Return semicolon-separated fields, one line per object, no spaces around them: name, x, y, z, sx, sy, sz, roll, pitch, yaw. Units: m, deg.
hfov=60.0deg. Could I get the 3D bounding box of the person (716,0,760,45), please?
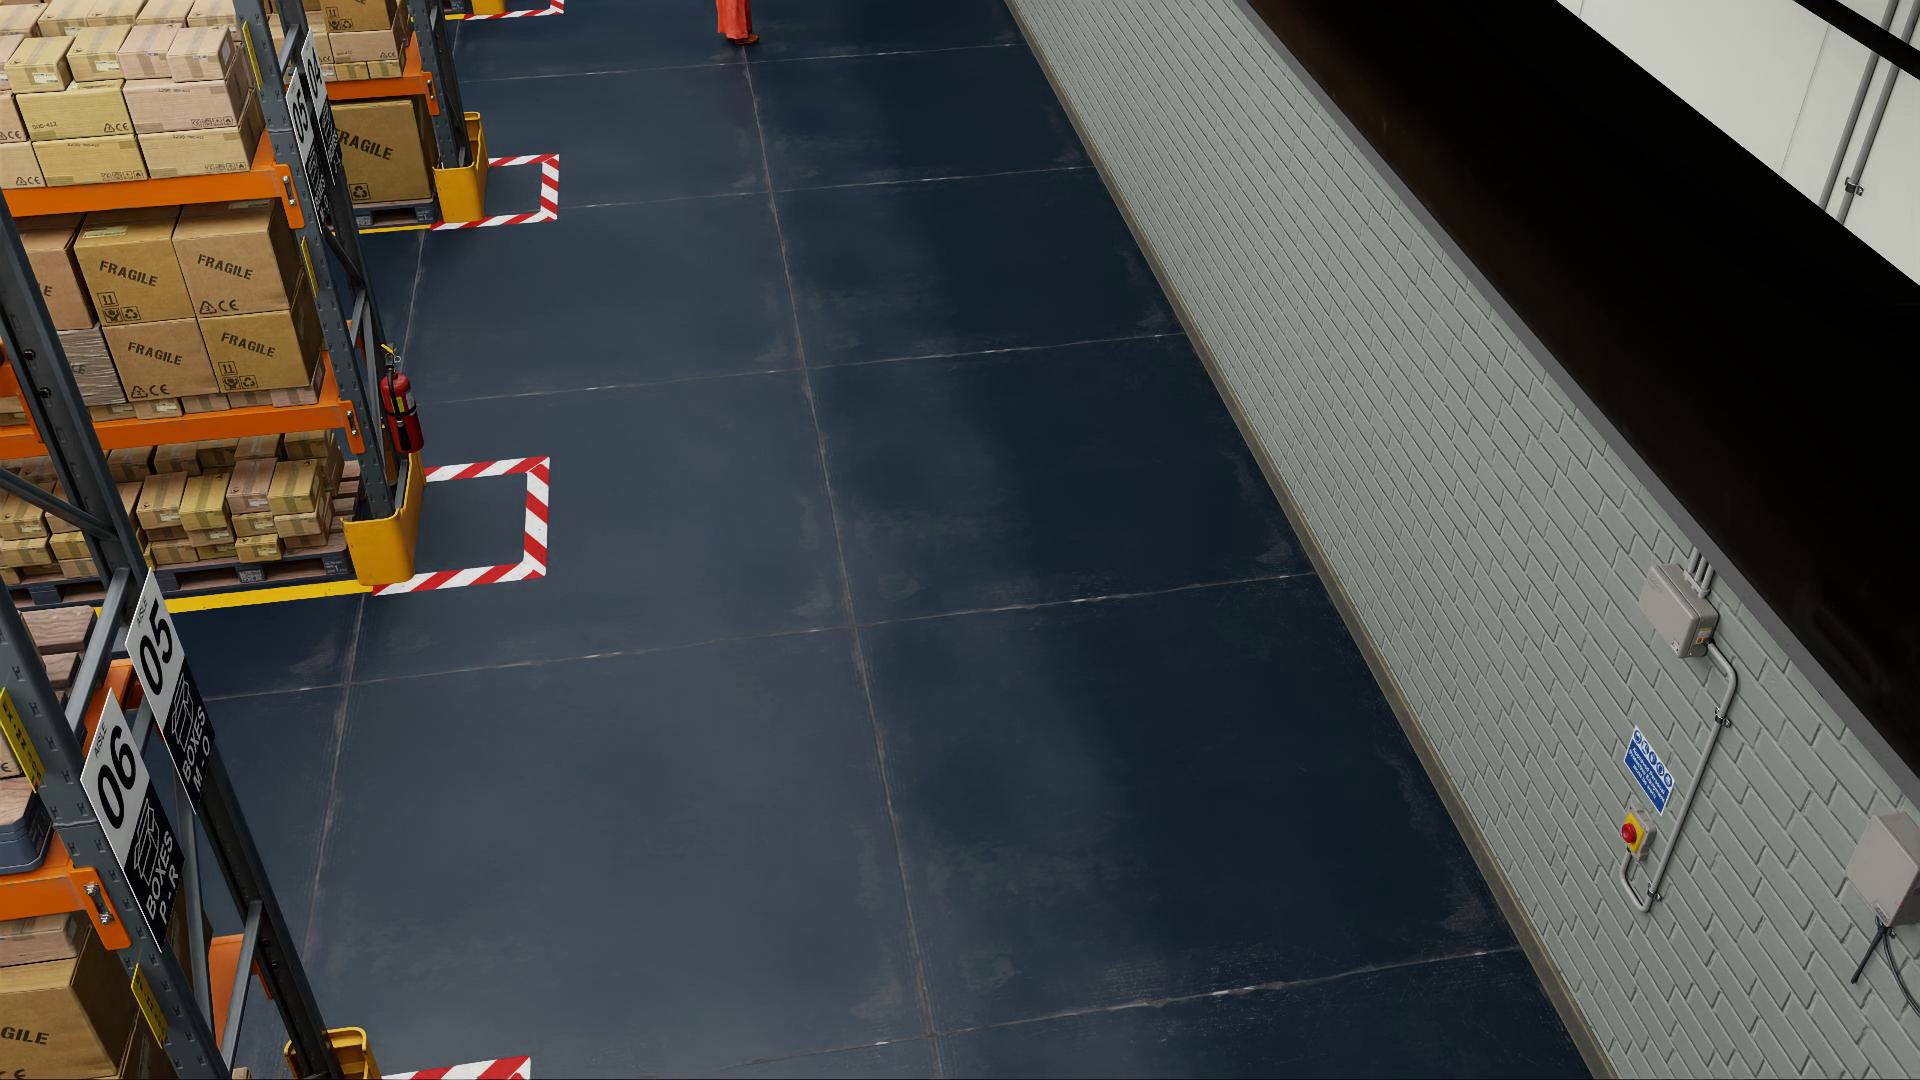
person;-2.352;-6.043;17.137;0.712;1.801;0.709;-21;43;-25
